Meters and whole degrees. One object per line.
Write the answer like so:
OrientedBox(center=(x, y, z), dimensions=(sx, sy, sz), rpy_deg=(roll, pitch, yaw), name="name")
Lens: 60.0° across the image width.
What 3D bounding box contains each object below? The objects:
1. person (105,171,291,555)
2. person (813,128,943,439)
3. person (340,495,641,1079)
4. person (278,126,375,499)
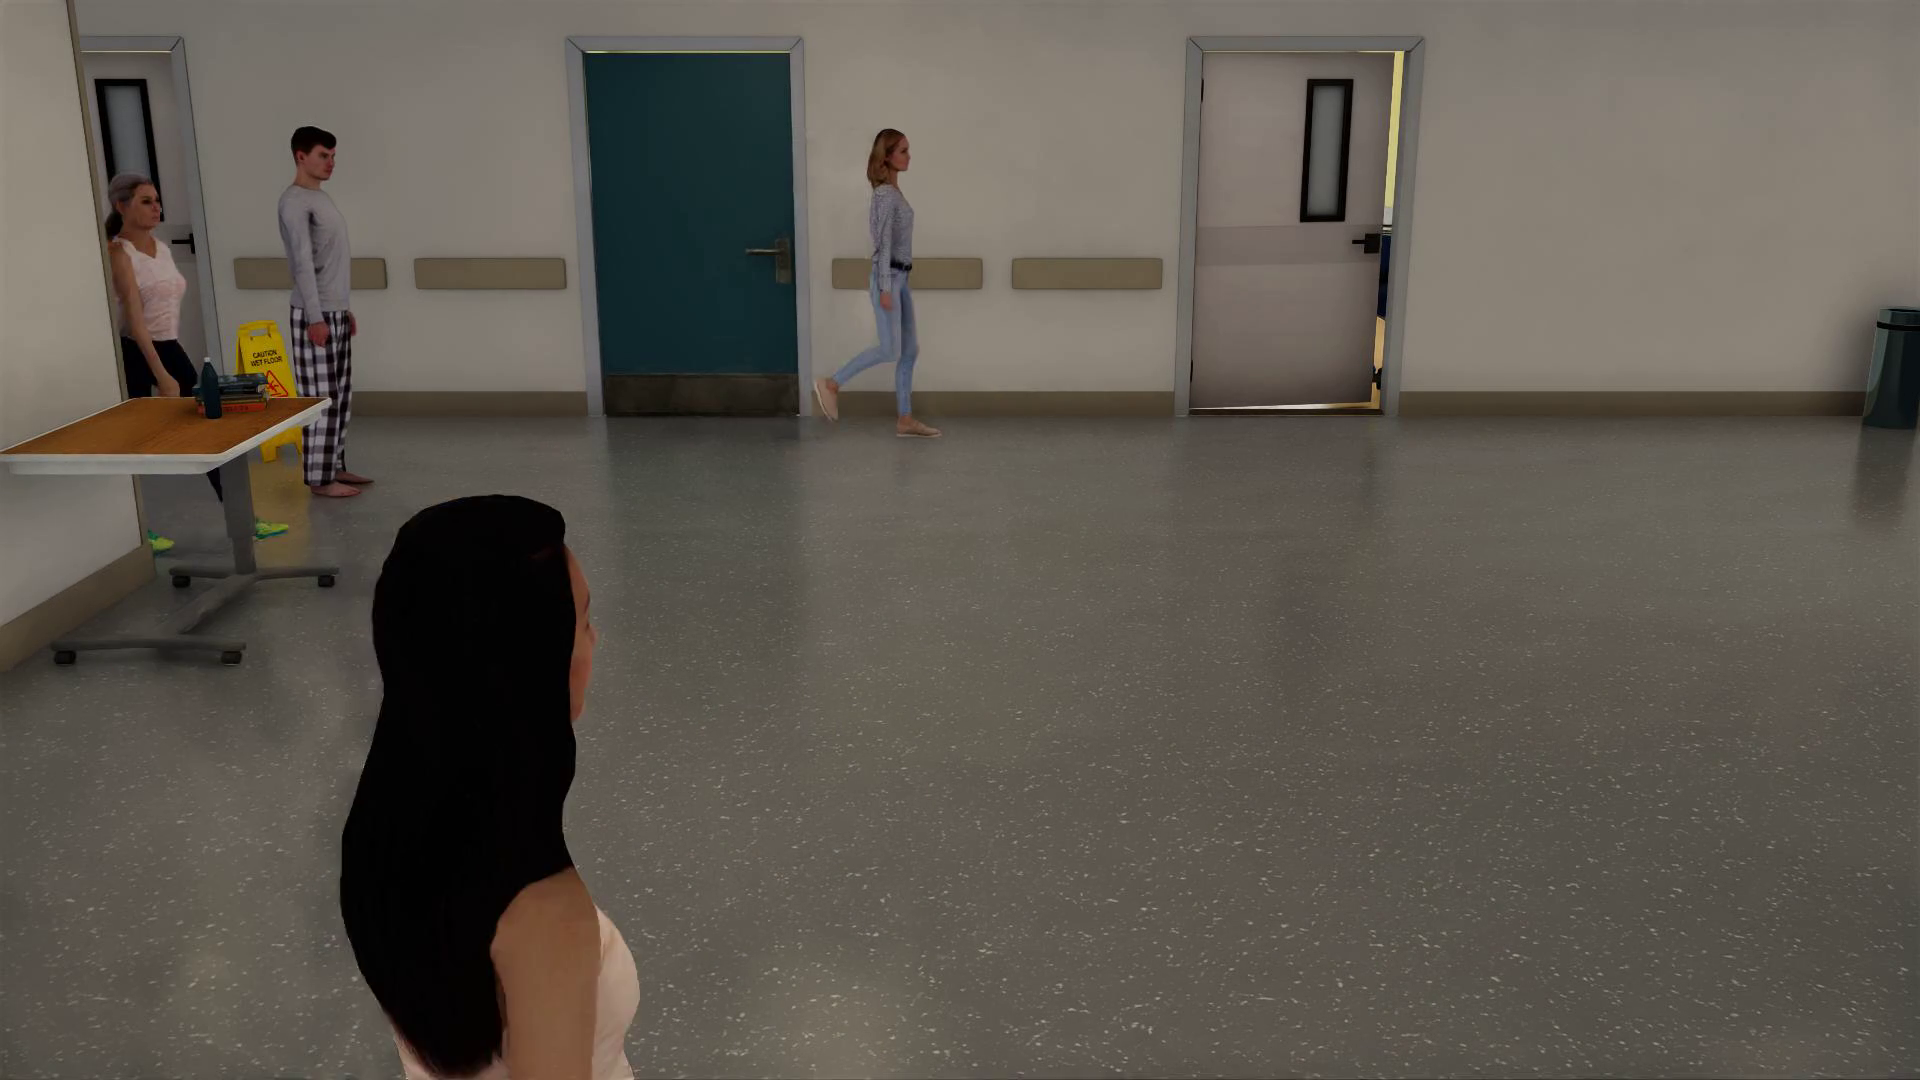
OrientedBox(center=(-3.632, -0.730, 7.255), dimensions=(1.032, 1.674, 0.703), rpy_deg=(2, 16, 8), name="person")
OrientedBox(center=(-0.481, -1.451, 9.623), dimensions=(1.005, 1.776, 0.675), rpy_deg=(2, 16, 6), name="person")
OrientedBox(center=(-0.536, 0.831, 1.670), dimensions=(1.058, 1.701, 0.978), rpy_deg=(-14, 21, -40), name="person")
OrientedBox(center=(-3.259, -1.159, 8.460), dimensions=(0.524, 1.846, 0.621), rpy_deg=(0, 16, -1), name="person")
